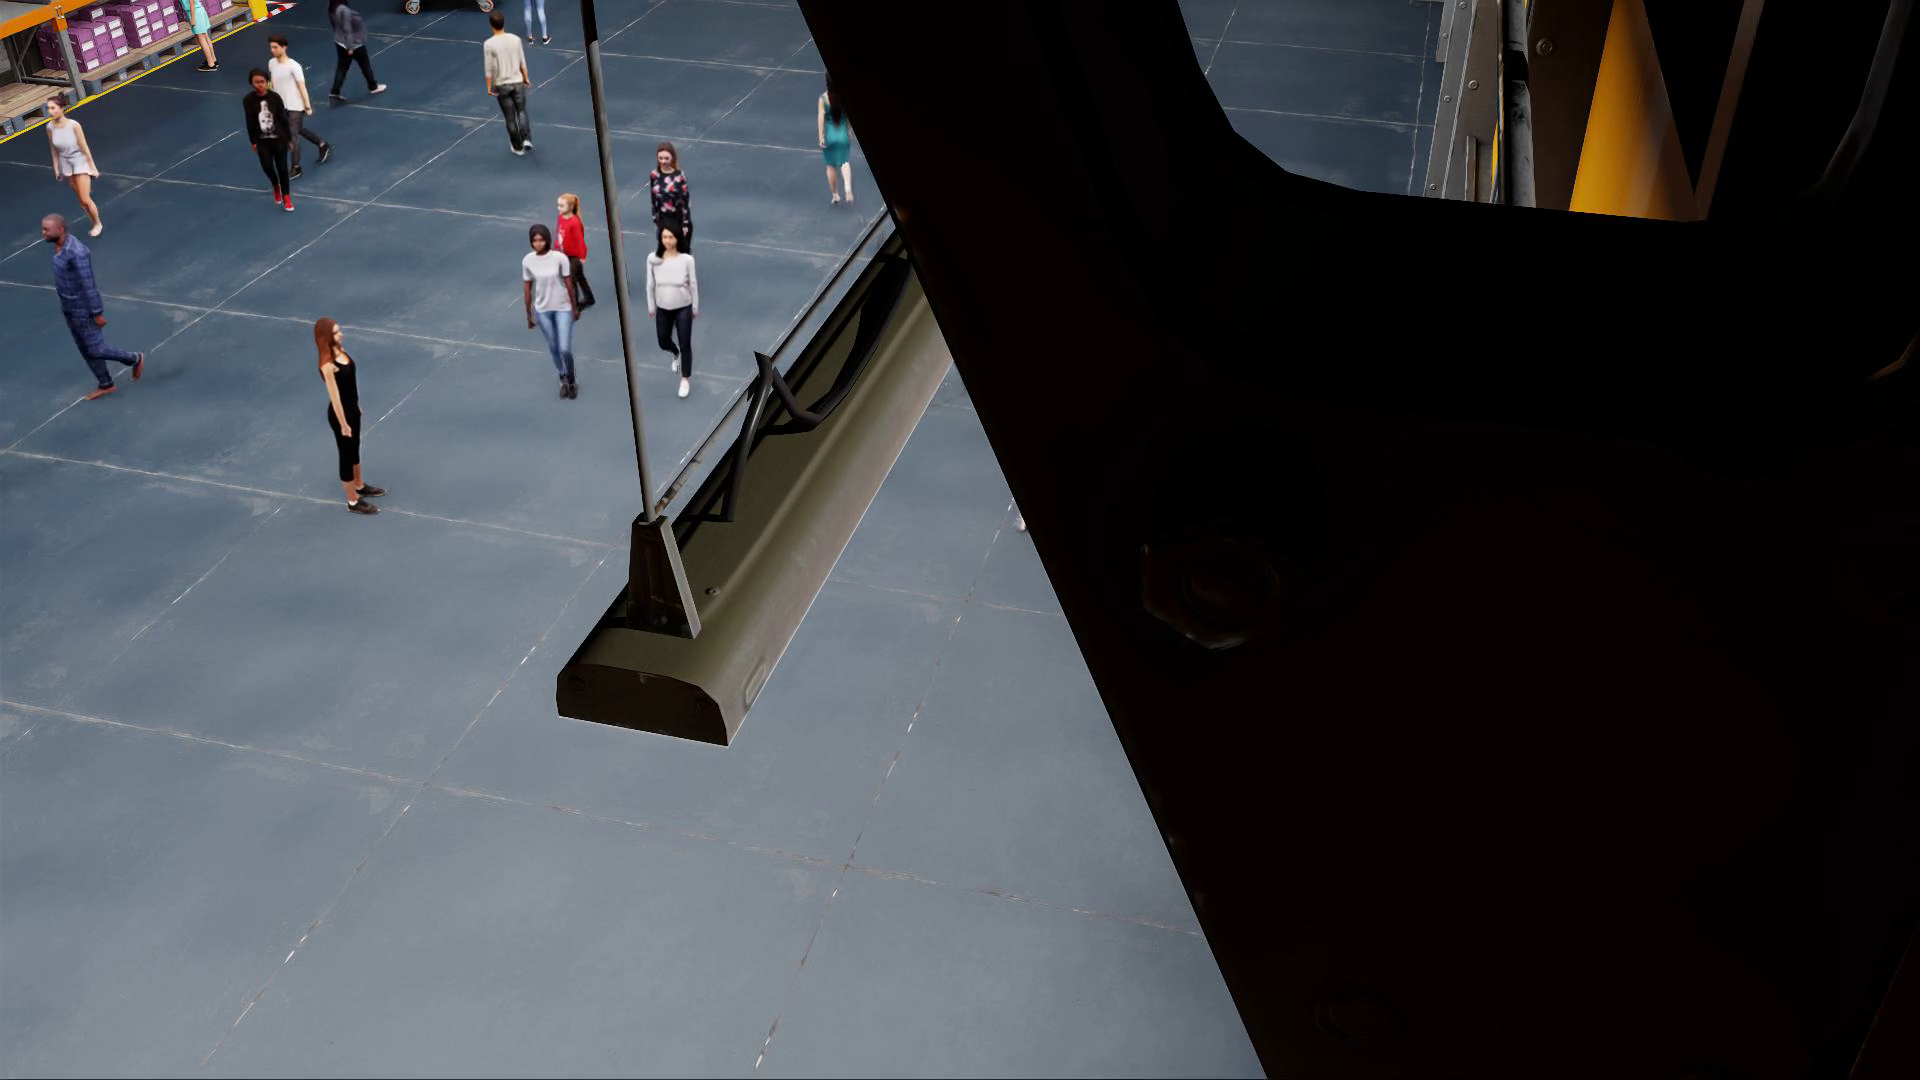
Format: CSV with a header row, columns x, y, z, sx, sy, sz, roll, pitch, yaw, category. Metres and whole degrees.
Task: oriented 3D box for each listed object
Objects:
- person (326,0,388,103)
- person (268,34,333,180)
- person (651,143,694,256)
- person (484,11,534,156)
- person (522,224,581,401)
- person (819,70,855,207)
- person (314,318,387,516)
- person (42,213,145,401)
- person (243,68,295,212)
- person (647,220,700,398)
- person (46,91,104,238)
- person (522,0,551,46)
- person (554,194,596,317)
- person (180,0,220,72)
x,y,z,sx,sy,sz,roll,pitch,yaw,category
-8.281,-6.657,22.344,0.949,1.574,1.189,23,40,30,person
-8.069,-5.315,20.217,0.842,1.693,1.156,20,38,27,person
-2.938,-3.324,17.238,0.607,1.675,0.563,7,34,10,person
-5.547,-5.618,20.571,0.831,1.806,0.892,-18,38,-25,person
-3.753,-2.147,15.434,0.683,1.711,0.698,1,34,1,person
-1.402,-4.596,19.150,0.771,1.676,0.847,-13,36,-19,person
-5.098,-1.047,13.766,0.681,1.726,0.548,-2,34,-2,person
-8.046,-2.190,15.409,0.879,1.812,0.964,29,43,36,person
-7.991,-4.657,19.255,0.768,1.662,0.821,-13,36,-19,person
-2.652,-2.204,15.535,0.725,1.694,0.840,1,34,1,person
-9.867,-4.218,18.651,0.608,1.598,0.609,6,34,9,person
-6.336,-8.193,24.548,0.664,1.691,0.640,0,34,-1,person
-3.910,-2.955,17.053,0.766,1.265,0.674,-26,41,-33,person
-10.817,-7.439,23.535,0.681,1.558,0.572,-4,34,-7,person
